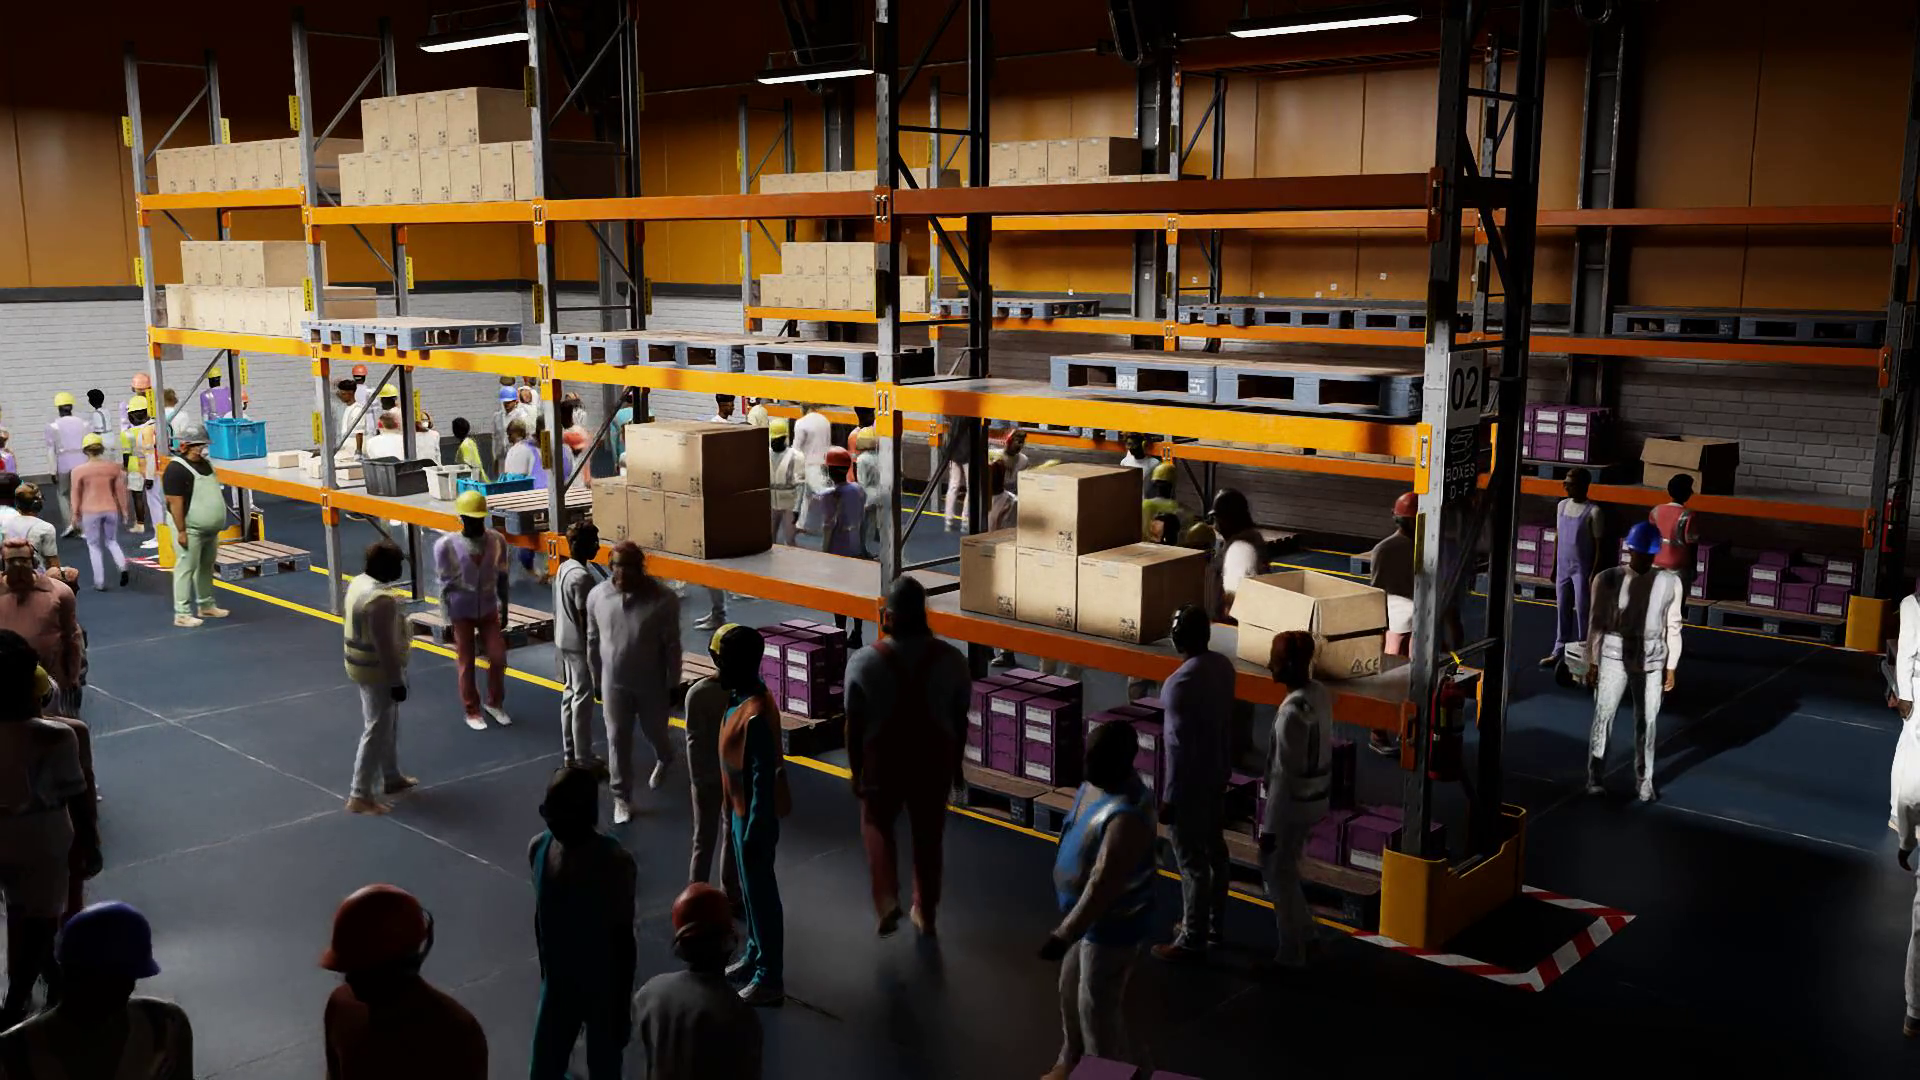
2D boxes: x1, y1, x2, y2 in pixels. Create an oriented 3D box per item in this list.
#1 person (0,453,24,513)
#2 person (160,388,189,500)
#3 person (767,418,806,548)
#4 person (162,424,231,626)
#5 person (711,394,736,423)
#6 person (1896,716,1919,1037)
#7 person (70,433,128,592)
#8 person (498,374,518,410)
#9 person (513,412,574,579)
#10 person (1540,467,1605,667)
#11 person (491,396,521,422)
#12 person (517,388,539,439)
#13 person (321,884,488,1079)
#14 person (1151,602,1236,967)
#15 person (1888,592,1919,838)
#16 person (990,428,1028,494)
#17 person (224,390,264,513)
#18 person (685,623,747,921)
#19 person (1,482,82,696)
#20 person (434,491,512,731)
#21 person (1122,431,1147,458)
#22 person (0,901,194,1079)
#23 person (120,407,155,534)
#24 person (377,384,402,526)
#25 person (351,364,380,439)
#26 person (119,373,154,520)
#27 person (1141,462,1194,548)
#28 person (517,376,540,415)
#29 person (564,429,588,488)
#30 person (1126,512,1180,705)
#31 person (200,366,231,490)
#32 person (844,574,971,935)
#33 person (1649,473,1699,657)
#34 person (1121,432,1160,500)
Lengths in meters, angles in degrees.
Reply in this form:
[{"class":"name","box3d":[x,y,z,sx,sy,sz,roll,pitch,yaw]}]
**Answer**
[{"class":"person","box3d":[-9.362,0.032,16.172,0.594,1.815,0.543,-4,11,-23]},{"class":"person","box3d":[-10.970,-1.195,23.104,0.517,1.819,0.785,-2,10,-10]},{"class":"person","box3d":[-1.960,-0.372,18.142,0.601,1.920,0.423,4,11,21]},{"class":"person","box3d":[-7.614,-0.170,16.650,0.535,2.000,0.692,2,10,9]},{"class":"person","box3d":[-3.029,-0.949,21.309,0.383,1.955,0.602,2,10,11]},{"class":"person","box3d":[4.730,1.466,7.843,0.360,1.885,0.575,-9,14,-43]},{"class":"person","box3d":[-9.414,-0.300,18.210,0.439,1.749,0.544,9,13,41]},{"class":"person","box3d":[-7.631,-2.048,28.141,0.354,1.730,0.502,0,10,3]},{"class":"person","box3d":[-4.591,-0.466,18.326,0.696,2.000,0.864,-7,12,-33]},{"class":"person","box3d":[5.455,0.264,14.752,0.328,1.844,0.513,-5,11,-26]},{"class":"person","box3d":[-6.415,-1.281,23.787,0.574,1.740,0.348,5,11,28]},{"class":"person","box3d":[-6.549,-1.484,25.223,0.311,1.636,0.521,3,11,17]},{"class":"person","box3d":[-1.627,1.943,4.880,0.616,1.983,0.423,6,12,31]},{"class":"person","box3d":[1.231,1.281,8.754,0.376,1.934,0.629,7,12,33]},{"class":"person","box3d":[6.259,0.967,10.665,0.574,1.885,0.356,-3,10,-15]},{"class":"person","box3d":[0.444,-0.352,18.389,0.606,1.787,0.618,-8,13,-37]},{"class":"person","box3d":[-10.180,-1.257,23.609,0.576,1.749,0.334,7,12,34]},{"class":"person","box3d":[-1.272,1.307,9.135,0.374,1.752,0.516,9,14,42]},{"class":"person","box3d":[-7.622,0.439,13.759,0.510,1.846,0.341,2,10,12]},{"class":"person","box3d":[-3.764,0.557,12.920,0.593,1.905,0.499,-7,12,-34]},{"class":"person","box3d":[1.944,-0.445,18.689,0.331,1.874,0.519,2,10,10]},{"class":"person","box3d":[-2.534,1.987,4.802,0.713,1.916,0.602,-9,13,-40]},{"class":"person","box3d":[-10.808,-0.935,21.946,0.318,1.700,0.535,5,11,28]},{"class":"person","box3d":[-7.657,-1.148,22.504,0.388,1.926,0.590,-1,10,-4]},{"class":"person","box3d":[-9.390,-1.795,26.131,0.545,1.939,0.373,-1,10,-3]},{"class":"person","box3d":[-11.253,-1.295,23.015,0.610,2.040,0.394,-9,13,-41]},{"class":"person","box3d":[1.755,0.264,14.684,0.606,1.884,0.918,3,11,18]},{"class":"person","box3d":[-6.752,-1.746,26.046,0.354,1.877,0.574,-10,14,-43]},{"class":"person","box3d":[-4.460,-0.441,19.110,0.493,1.708,0.585,1,10,4]},{"class":"person","box3d":[1.468,0.702,12.315,0.430,1.836,0.634,-9,14,-42]},{"class":"person","box3d":[-11.508,-1.734,25.855,0.397,1.919,0.592,8,13,38]},{"class":"person","box3d":[-0.286,1.175,9.048,0.693,2.000,0.634,-2,10,-9]},{"class":"person","box3d":[6.593,0.228,15.371,0.318,1.695,0.540,-5,11,-26]},{"class":"person","box3d":[1.902,-0.259,17.700,0.526,1.855,0.340,8,13,38]}]
